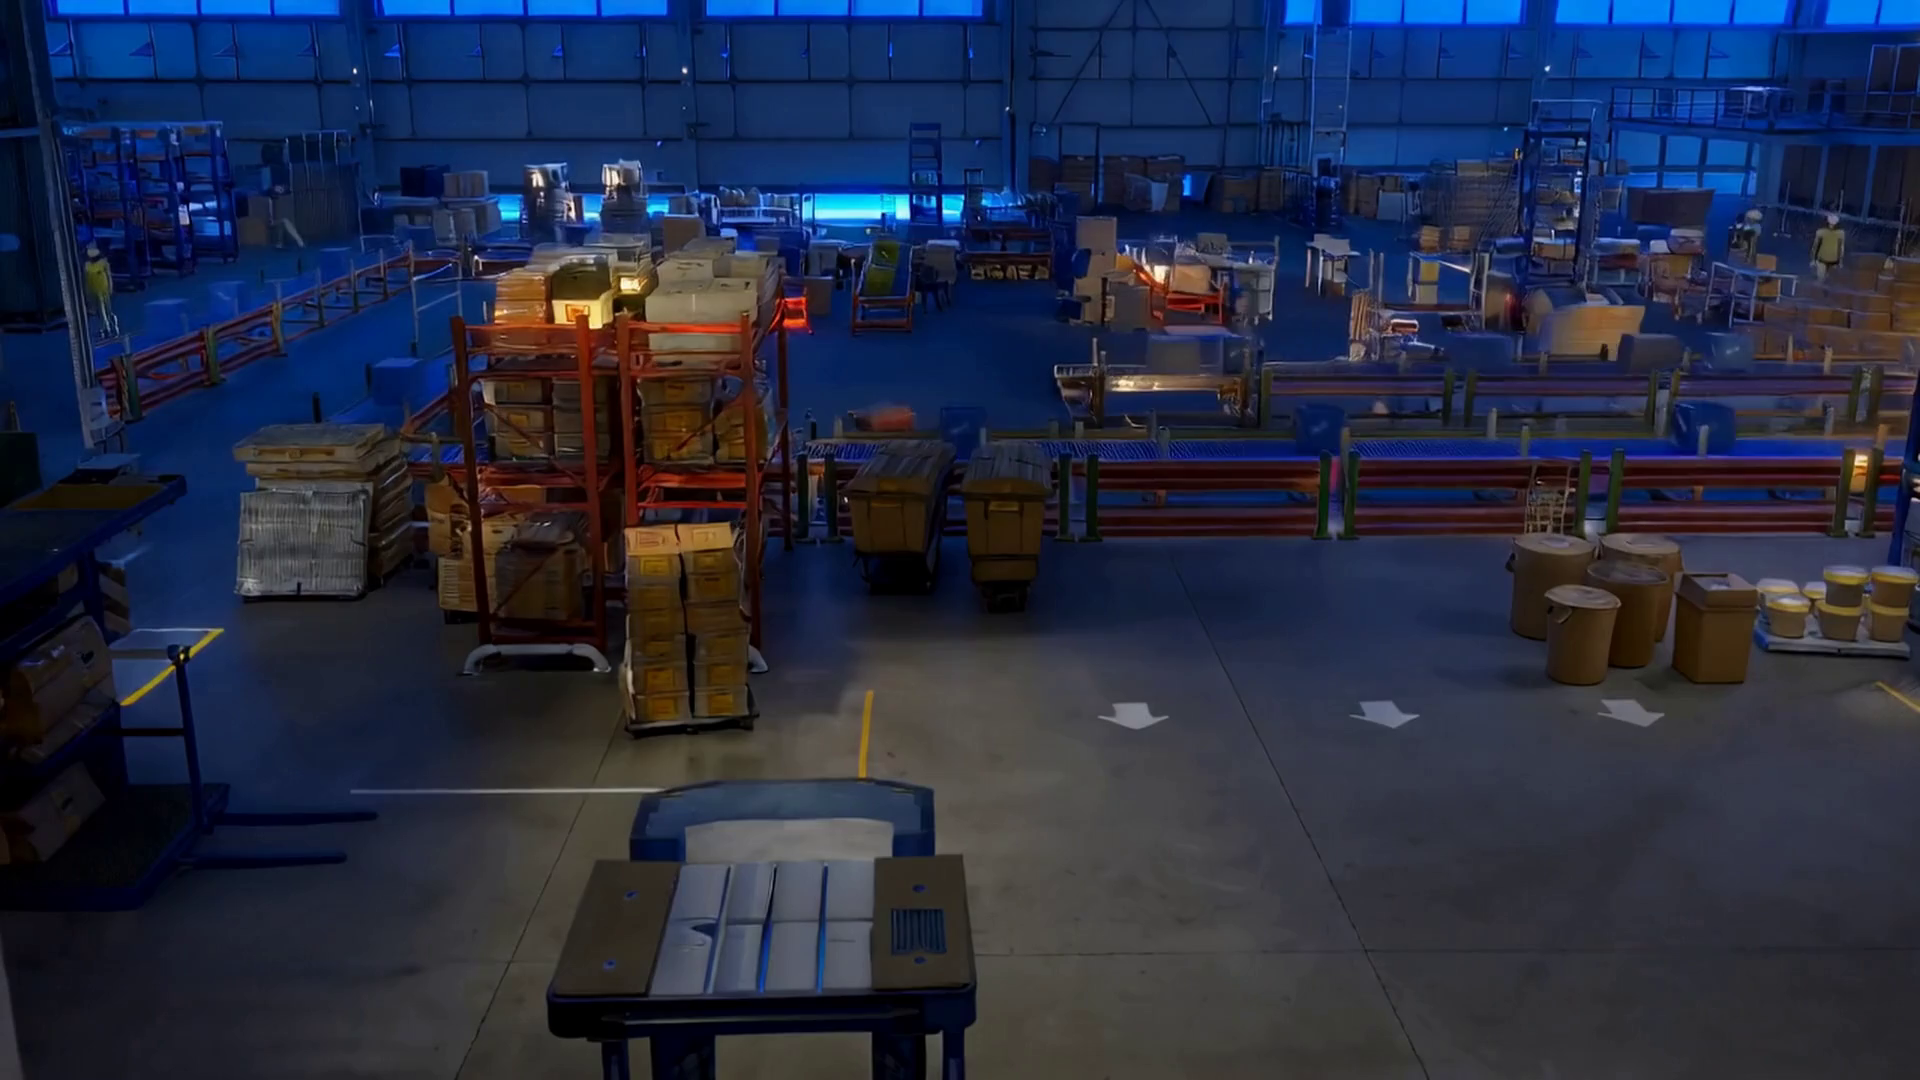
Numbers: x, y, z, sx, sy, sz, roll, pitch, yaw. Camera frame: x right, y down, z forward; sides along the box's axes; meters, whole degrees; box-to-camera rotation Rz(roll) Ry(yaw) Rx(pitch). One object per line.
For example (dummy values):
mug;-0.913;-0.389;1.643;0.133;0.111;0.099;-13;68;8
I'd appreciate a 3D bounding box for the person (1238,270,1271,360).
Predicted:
person;5.042;-3.866;28.762;0.640;1.611;0.509;7;17;23

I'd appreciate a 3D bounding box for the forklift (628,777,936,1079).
forklift;-0.542;2.165;5.552;1.129;2.768;1.873;-1;16;-2

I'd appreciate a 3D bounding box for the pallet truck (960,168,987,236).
pallet truck;0.383;-10.230;50.206;0.823;1.965;1.885;-1;16;-3

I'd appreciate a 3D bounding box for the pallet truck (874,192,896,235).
pallet truck;-2.277;-9.986;50.594;0.653;1.274;1.630;0;16;-1

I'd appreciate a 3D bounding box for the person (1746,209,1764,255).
person;17.769;-6.444;37.203;0.586;1.904;0.596;7;18;24

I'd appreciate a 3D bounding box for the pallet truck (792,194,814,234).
pallet truck;-4.814;-9.883;50.259;0.704;1.261;1.522;-1;16;-3

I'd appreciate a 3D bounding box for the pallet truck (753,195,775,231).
pallet truck;-6.051;-9.967;50.660;0.680;1.201;1.601;0;16;-1

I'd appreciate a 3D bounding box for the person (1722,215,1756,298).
person;17.127;-6.231;36.597;0.588;1.835;0.403;14;21;41

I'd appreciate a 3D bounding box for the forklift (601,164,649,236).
forklift;-9.948;-10.127;49.296;1.157;1.987;2.680;-1;16;-3

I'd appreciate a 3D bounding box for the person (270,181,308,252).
person;-18.384;-8.826;45.432;1.001;1.954;0.632;-3;16;-11

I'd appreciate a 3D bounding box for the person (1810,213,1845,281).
person;18.572;-6.036;35.679;0.619;1.975;0.658;4;16;12

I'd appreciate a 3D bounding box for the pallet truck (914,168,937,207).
pallet truck;-0.989;-10.316;50.507;0.823;1.965;1.885;1;16;3

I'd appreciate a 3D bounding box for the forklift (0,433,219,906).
forklift;-5.952;0.780;10.366;1.873;2.768;1.129;0;16;-1

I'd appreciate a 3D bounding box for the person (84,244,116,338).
person;-16.233;-4.690;31.371;0.524;1.764;0.329;2;16;7

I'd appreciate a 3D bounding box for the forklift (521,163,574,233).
forklift;-12.233;-10.122;49.298;1.157;1.987;2.680;0;16;-1
